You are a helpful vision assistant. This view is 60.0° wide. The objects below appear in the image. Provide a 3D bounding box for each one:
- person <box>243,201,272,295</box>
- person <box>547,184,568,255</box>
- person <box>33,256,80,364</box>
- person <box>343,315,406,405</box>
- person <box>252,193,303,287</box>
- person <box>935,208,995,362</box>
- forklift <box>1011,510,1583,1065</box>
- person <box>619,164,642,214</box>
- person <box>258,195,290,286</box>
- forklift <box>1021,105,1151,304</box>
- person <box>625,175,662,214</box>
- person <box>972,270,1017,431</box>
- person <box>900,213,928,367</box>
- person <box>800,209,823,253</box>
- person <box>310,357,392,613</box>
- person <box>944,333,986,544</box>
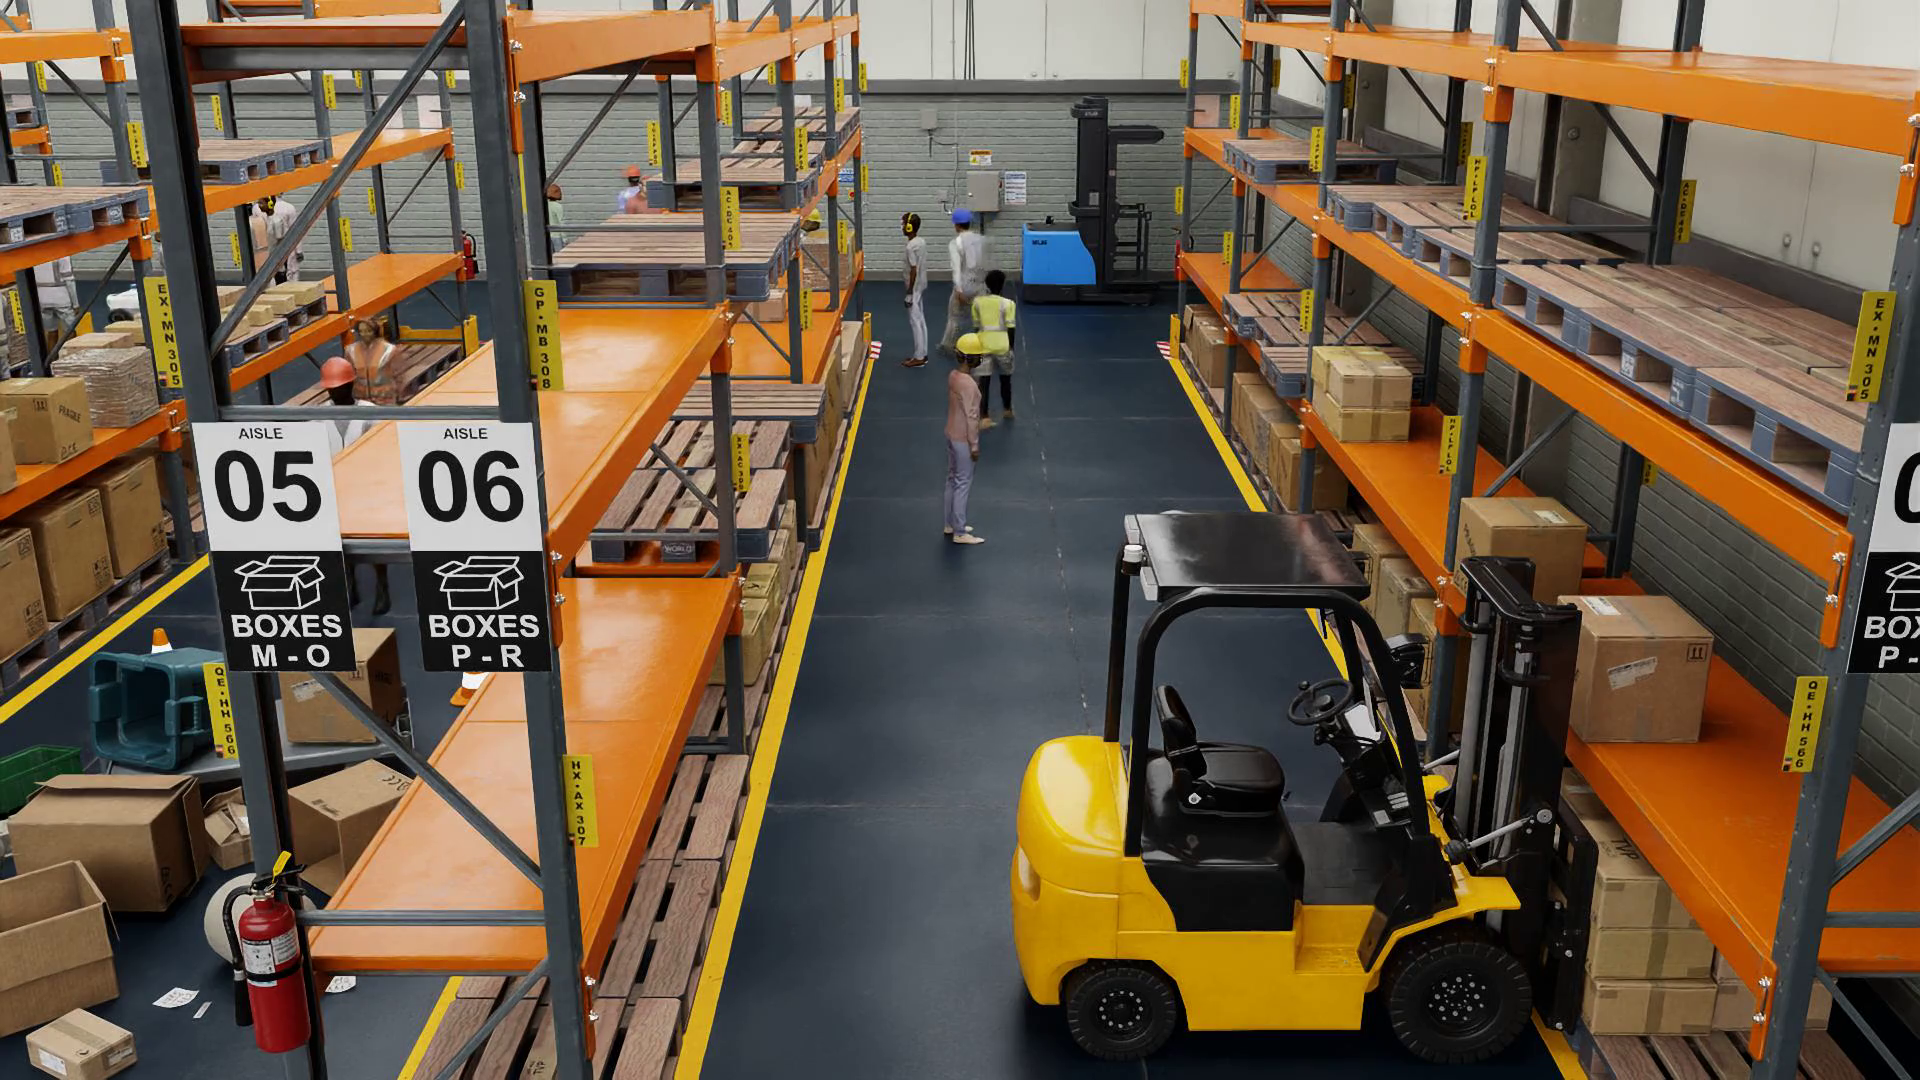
[{"bbox_3d":[-9.300,-3.622,21.944,0.383,1.923,0.588,2,18,7],"label":"person"},{"bbox_3d":[-6.180,-4.614,25.417,0.503,1.628,0.279,16,24,41],"label":"person"},{"bbox_3d":[-10.538,-2.777,19.392,0.548,1.926,0.386,1,18,3],"label":"person"},{"bbox_3d":[-5.366,-1.251,15.237,0.527,1.623,0.383,1,18,3],"label":"person"},{"bbox_3d":[-9.539,-4.090,23.385,0.644,1.907,0.400,2,18,6],"label":"person"},{"bbox_3d":[0.109,-3.137,20.542,0.598,1.894,1.062,-13,22,-34],"label":"person"},{"bbox_3d":[1.387,1.055,7.378,2.313,2.155,1.214,0,18,0],"label":"forklift"},{"bbox_3d":[-4.892,-4.722,25.248,0.551,1.935,0.373,-10,21,-28],"label":"person"},{"bbox_3d":[-9.253,-3.789,22.558,0.328,1.861,0.514,-12,22,-32],"label":"person"},{"bbox_3d":[1.857,-4.944,24.441,1.873,2.768,1.129,0,18,0],"label":"forklift"},{"bbox_3d":[-4.500,-4.336,24.151,0.650,1.900,0.398,-15,24,-39],"label":"person"},{"bbox_3d":[0.373,-2.014,17.521,0.528,1.627,0.883,7,19,20],"label":"person"},{"bbox_3d":[-0.567,-3.044,20.280,0.327,1.871,0.514,5,19,14],"label":"person"},{"bbox_3d":[-1.937,-3.471,21.795,0.323,1.730,0.491,1,18,2],"label":"person"},{"bbox_3d":[-4.440,-0.391,12.154,0.551,1.934,0.373,-1,18,-3],"label":"person"},{"bbox_3d":[0.053,-0.843,13.804,0.343,1.760,0.530,-6,19,-17],"label":"person"}]
